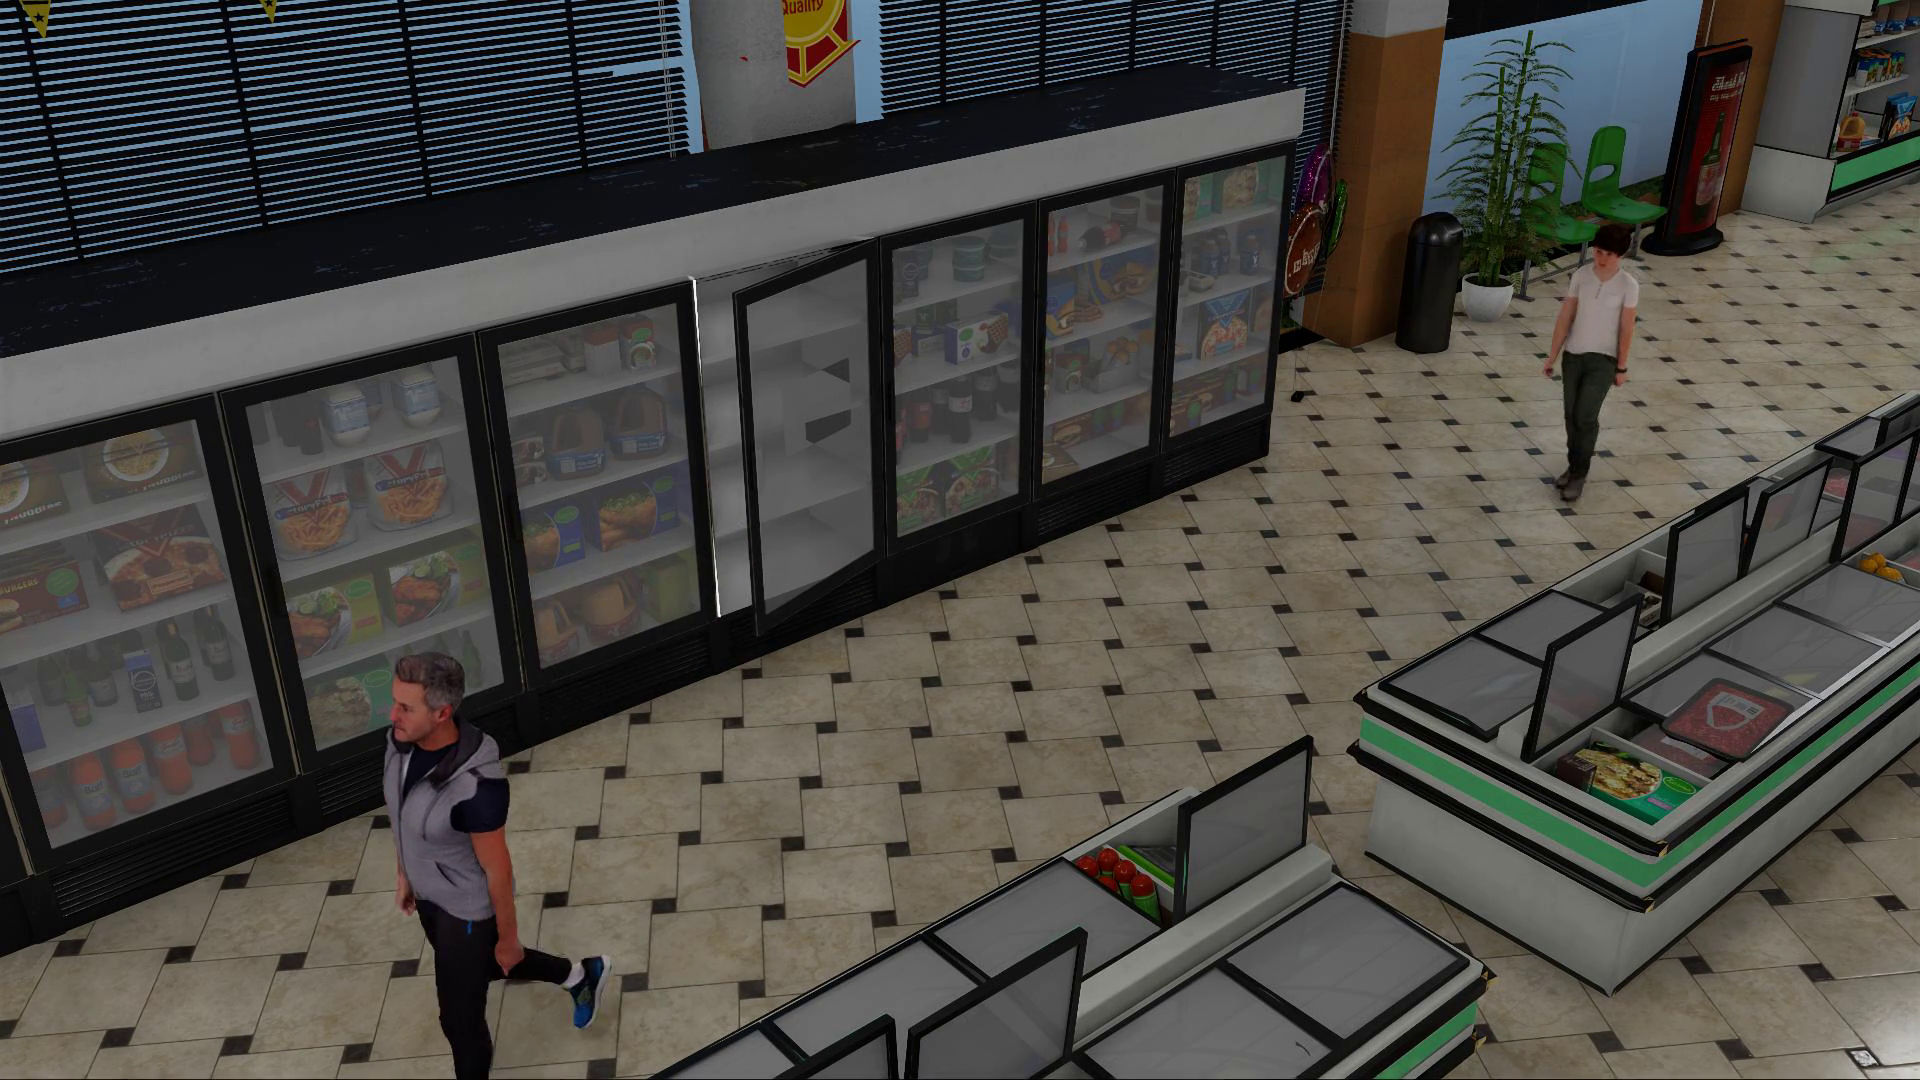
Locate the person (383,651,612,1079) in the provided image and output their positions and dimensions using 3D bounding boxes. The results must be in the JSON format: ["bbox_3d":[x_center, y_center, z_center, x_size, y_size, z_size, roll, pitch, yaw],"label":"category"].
[{"bbox_3d":[-1.506,1.105,5.289,1.081,1.809,0.718,-24,35,-38],"label":"person"}]

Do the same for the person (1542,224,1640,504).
[{"bbox_3d":[3.733,-1.069,9.766,0.593,1.636,0.709,24,36,39],"label":"person"}]
